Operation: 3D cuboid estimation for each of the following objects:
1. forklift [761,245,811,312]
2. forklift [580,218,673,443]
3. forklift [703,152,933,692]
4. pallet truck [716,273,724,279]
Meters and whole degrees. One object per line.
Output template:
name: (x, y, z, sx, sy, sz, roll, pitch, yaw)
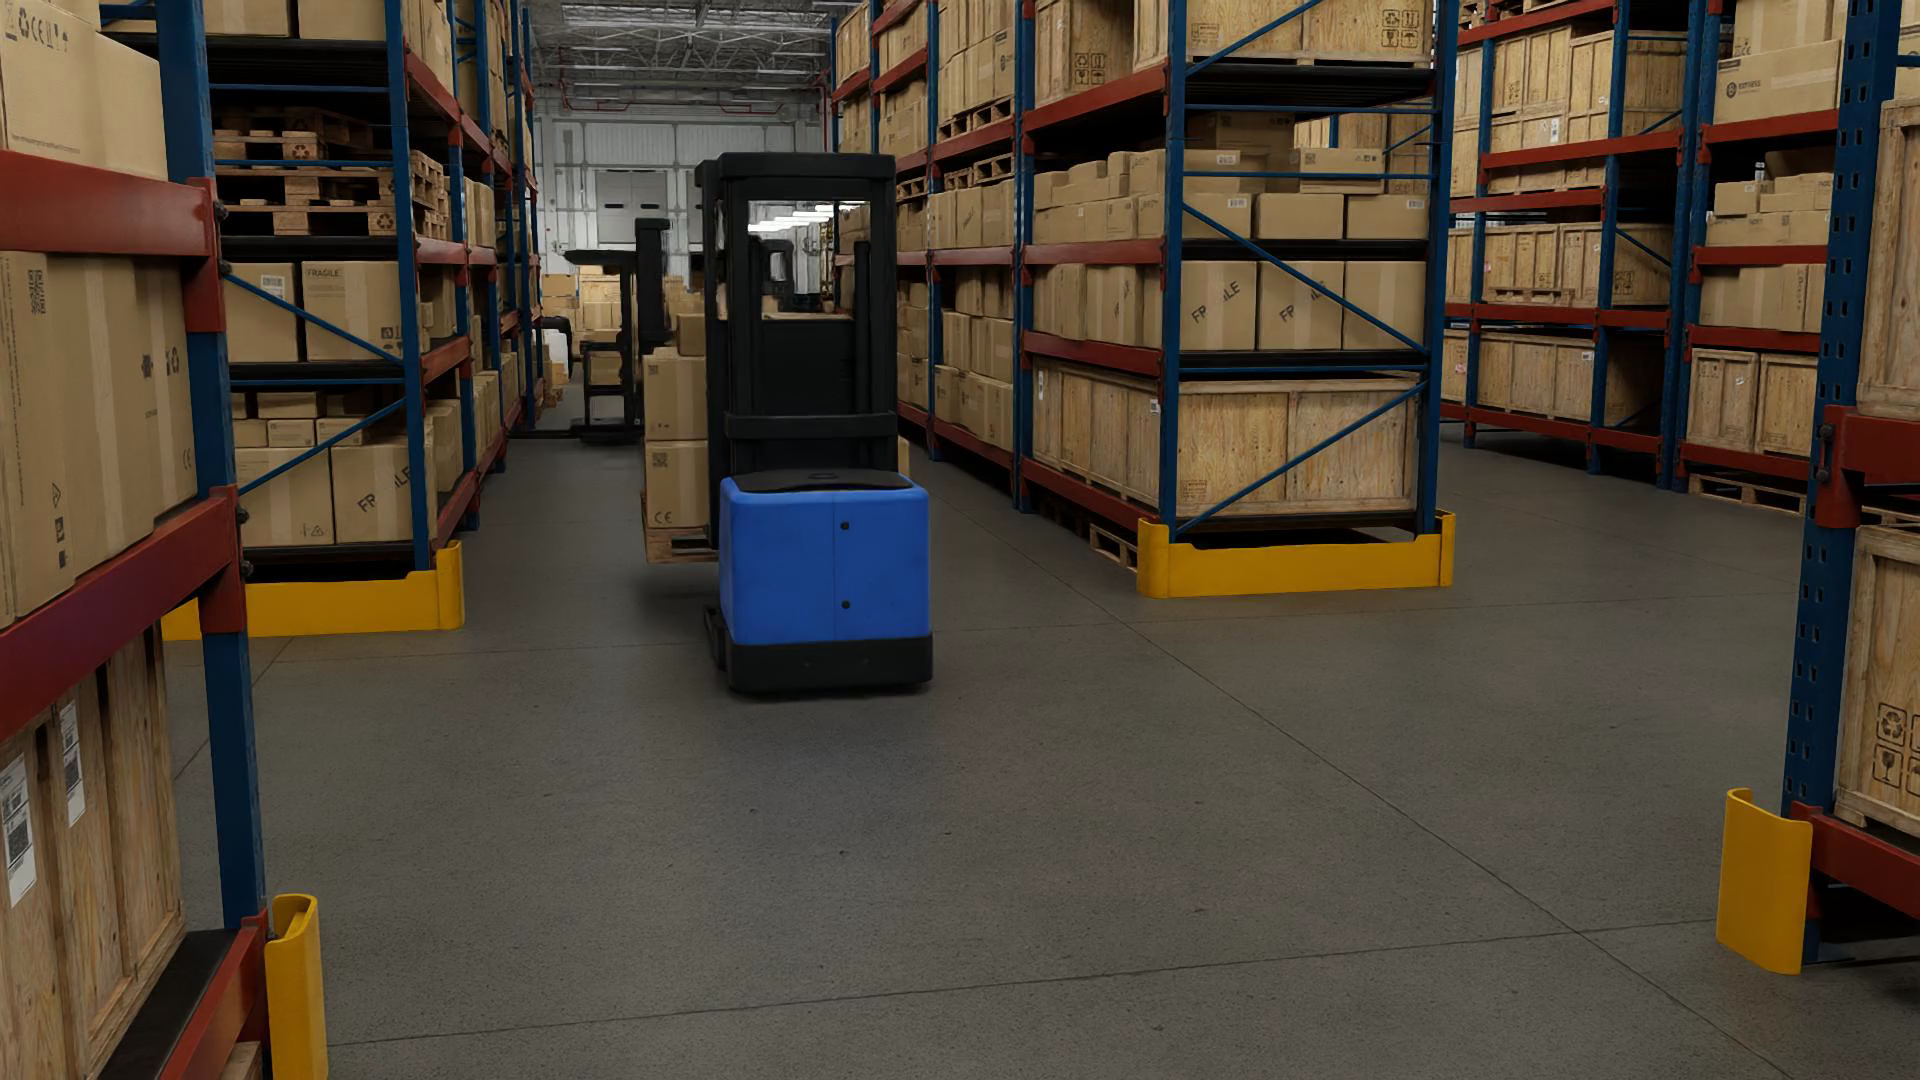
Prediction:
forklift: (-5.040, -6.785, 46.180, 1.129, 2.768, 1.873, 5, 11, 29)
forklift: (-3.910, -2.677, 21.141, 1.873, 2.768, 1.129, -2, 10, -12)
forklift: (-0.831, -0.718, 9.198, 1.129, 2.768, 1.873, -2, 10, -12)
pallet truck: (-8.580, -8.986, 62.280, 1.885, 1.965, 0.823, 1, 9, 5)
